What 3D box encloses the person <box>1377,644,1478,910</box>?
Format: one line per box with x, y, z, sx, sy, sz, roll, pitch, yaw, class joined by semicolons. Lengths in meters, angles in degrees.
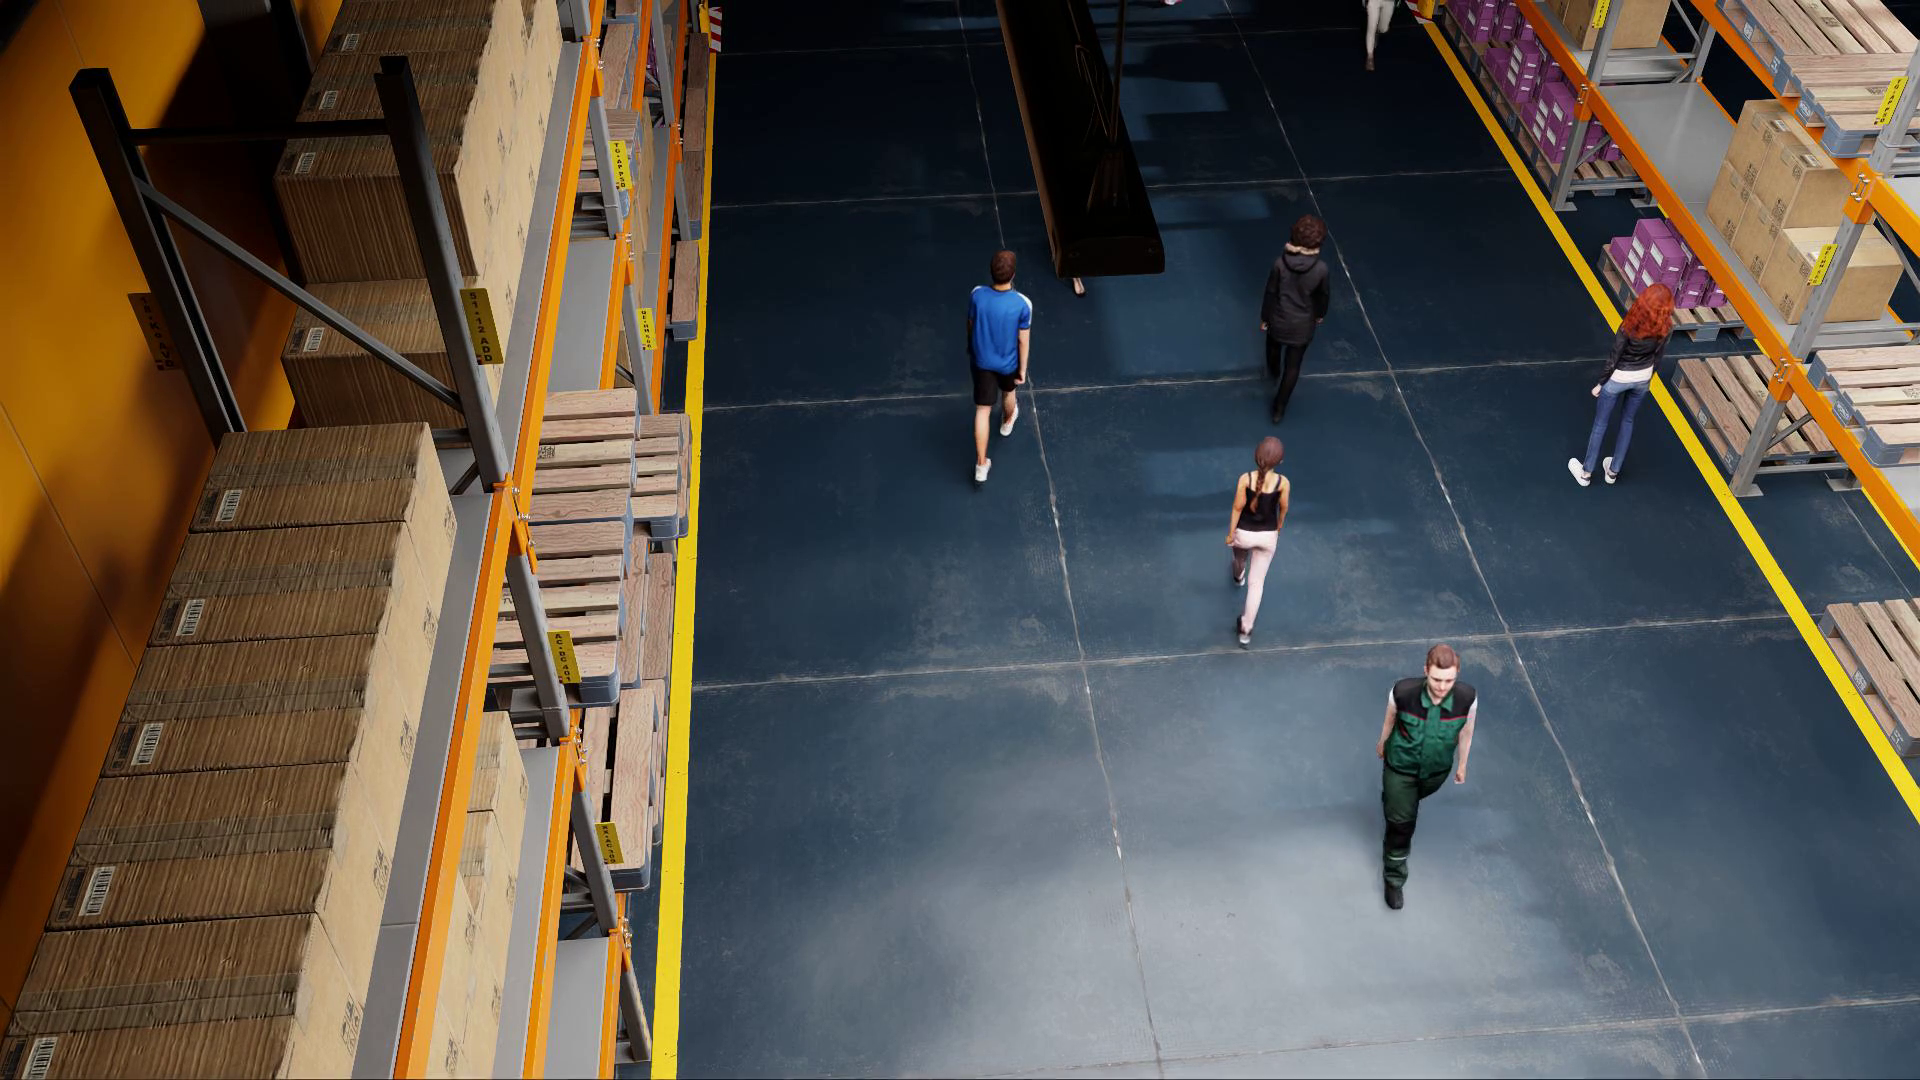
2.683;1.224;9.721;0.753;1.801;1.150;2;44;2;person

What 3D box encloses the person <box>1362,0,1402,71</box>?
4.343;-5.635;17.148;0.640;1.487;0.828;3;44;3;person

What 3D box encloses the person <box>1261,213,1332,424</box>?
2.543;-1.639;12.771;0.866;1.740;1.116;9;44;10;person

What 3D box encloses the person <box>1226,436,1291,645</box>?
1.984;0.034;11.181;0.712;1.511;1.097;6;44;6;person

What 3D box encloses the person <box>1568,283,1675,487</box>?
4.884;-1.138;12.211;0.572;1.787;0.526;-3;44;-3;person

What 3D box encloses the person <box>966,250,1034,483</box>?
0.240;-1.277;12.326;0.864;1.829;1.285;7;44;7;person
